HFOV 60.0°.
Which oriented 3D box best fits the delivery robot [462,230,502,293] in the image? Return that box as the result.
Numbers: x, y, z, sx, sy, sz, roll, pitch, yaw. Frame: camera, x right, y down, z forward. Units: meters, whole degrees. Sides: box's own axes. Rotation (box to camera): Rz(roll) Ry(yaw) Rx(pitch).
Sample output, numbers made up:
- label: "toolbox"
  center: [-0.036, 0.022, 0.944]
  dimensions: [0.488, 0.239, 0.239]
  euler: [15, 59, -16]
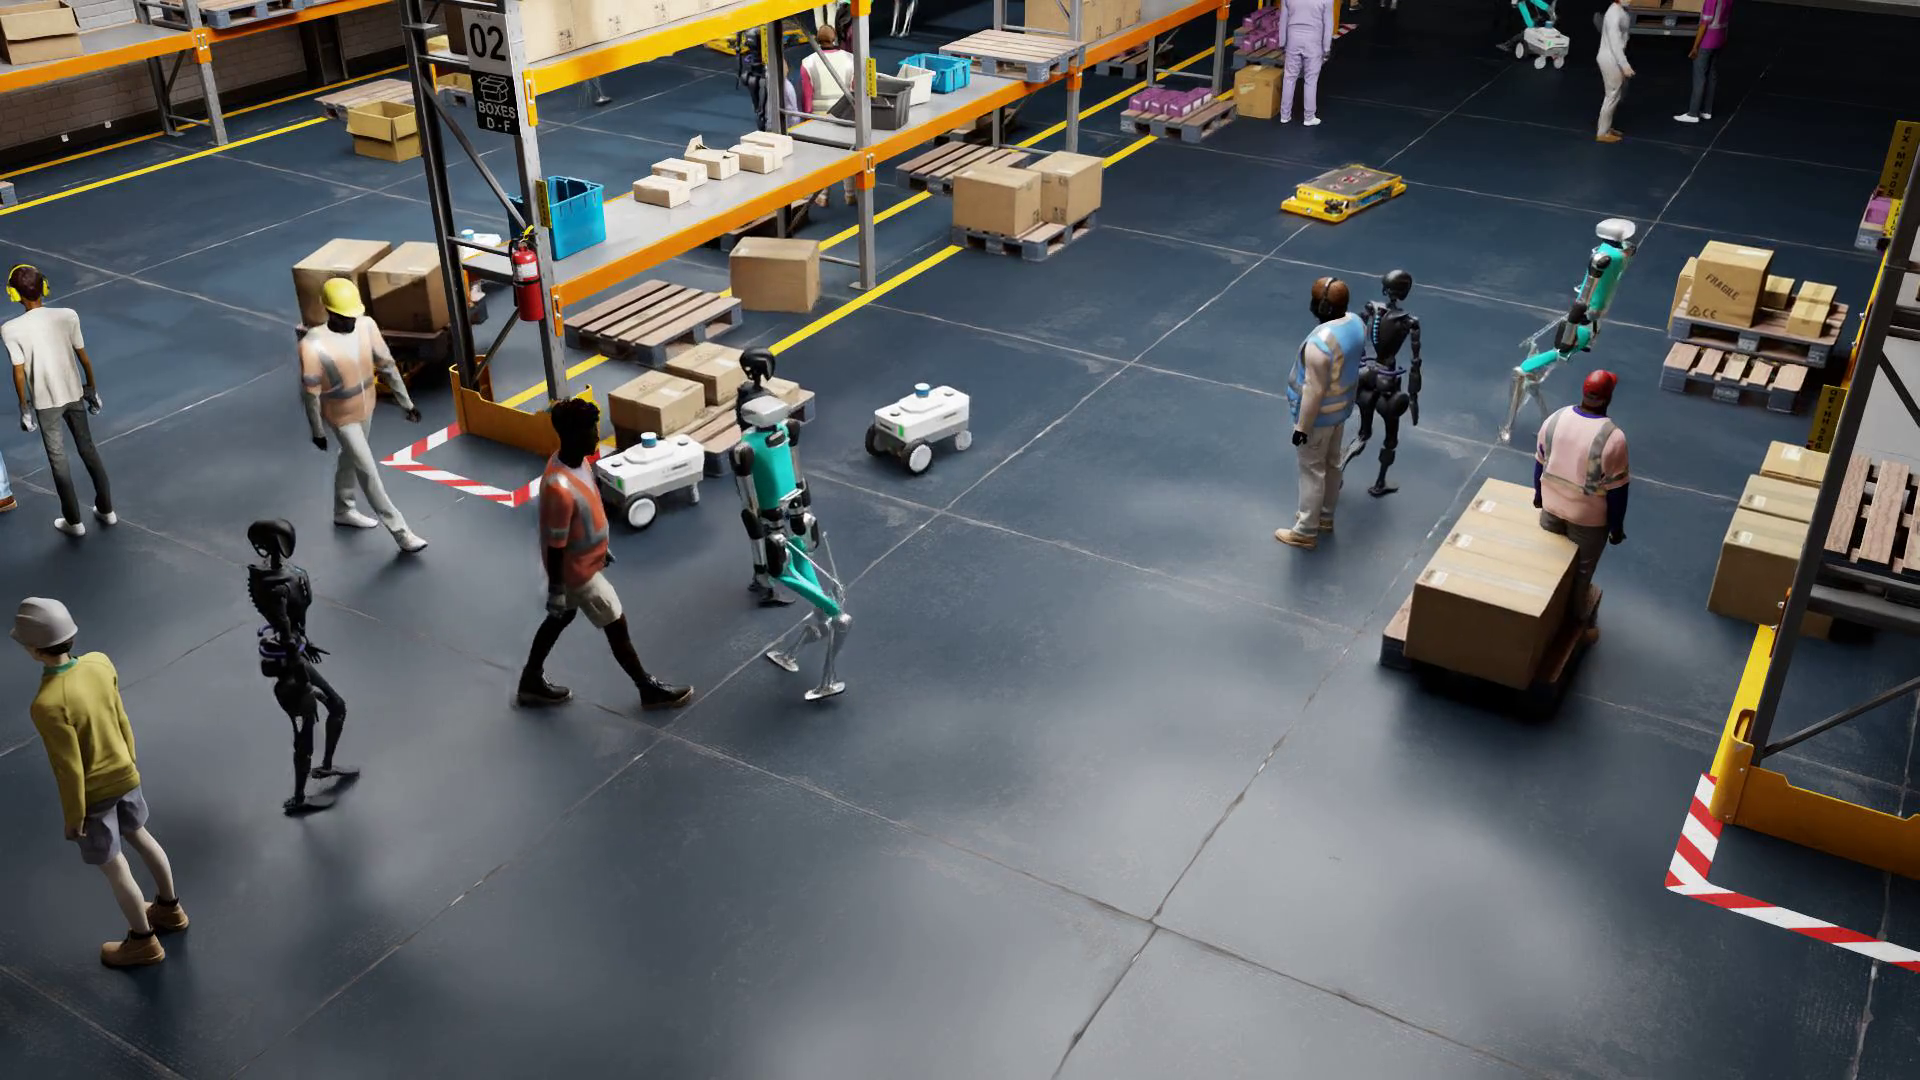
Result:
- label: "delivery robot"
  center: [-4.422, -2.518, 15.123]
  dimensions: [0.499, 0.613, 0.807]
  euler: [4, 30, 8]

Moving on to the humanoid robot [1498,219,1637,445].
- label: "humanoid robot"
  center: [4.333, -1.538, 12.166]
  dimensions: [0.877, 1.772, 0.587]
  euler: [26, 38, 38]

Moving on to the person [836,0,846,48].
- label: "person"
  center: [-1.639, -7.875, 23.206]
  dimensions: [0.649, 1.905, 0.740]
  euler: [-13, 32, -22]

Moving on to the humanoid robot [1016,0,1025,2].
- label: "humanoid robot"
  center: [1.050, -9.242, 25.852]
  dimensions: [0.368, 1.647, 0.600]
  euler: [13, 32, 22]

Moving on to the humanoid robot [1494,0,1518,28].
- label: "humanoid robot"
  center: [8.056, -8.353, 24.303]
  dimensions: [0.591, 1.632, 0.652]
  euler: [4, 30, 7]

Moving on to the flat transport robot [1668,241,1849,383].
- label: "flat transport robot"
  center: [6.621, -1.651, 13.863]
  dimensions: [0.659, 0.231, 1.431]
  euler: [17, 34, 27]

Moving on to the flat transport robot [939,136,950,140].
- label: "flat transport robot"
  center: [-0.473, -5.036, 19.851]
  dimensions: [0.659, 0.231, 1.431]
  euler: [-2, 30, -4]

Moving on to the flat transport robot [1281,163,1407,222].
- label: "flat transport robot"
  center: [4.025, -3.634, 17.369]
  dimensions: [0.659, 0.231, 1.431]
  euler: [24, 37, 36]

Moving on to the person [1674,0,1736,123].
- label: "person"
  center: [8.929, -5.918, 19.814]
  dimensions: [0.514, 1.840, 0.319]
  euler: [-19, 35, -30]

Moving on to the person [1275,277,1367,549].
- label: "person"
  center: [2.332, -0.827, 10.809]
  dimensions: [0.429, 1.839, 0.632]
  euler: [21, 35, 32]

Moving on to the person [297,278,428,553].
- label: "person"
  center: [-3.862, -0.820, 10.757]
  dimensions: [0.967, 1.862, 0.606]
  euler: [13, 32, 22]

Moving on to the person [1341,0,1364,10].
- label: "person"
  center: [6.021, -9.013, 25.377]
  dimensions: [0.571, 1.748, 0.342]
  euler: [25, 38, 36]

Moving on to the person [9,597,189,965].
- label: "person"
  center: [-3.820, 1.081, 7.385]
  dimensions: [0.391, 1.889, 0.486]
  euler: [5, 30, 8]

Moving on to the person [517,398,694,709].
- label: "person"
  center: [-2.073, 0.104, 9.103]
  dimensions: [1.018, 1.901, 0.613]
  euler: [-3, 30, -6]

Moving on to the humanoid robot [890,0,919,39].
- label: "humanoid robot"
  center: [-0.875, -8.035, 23.655]
  dimensions: [0.530, 1.758, 0.735]
  euler: [23, 37, 35]

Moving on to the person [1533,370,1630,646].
- label: "person"
  center: [3.629, -0.184, 9.757]
  dimensions: [0.420, 1.756, 0.603]
  euler: [-20, 35, -32]

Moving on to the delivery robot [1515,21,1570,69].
- label: "delivery robot"
  center: [7.912, -6.715, 22.545]
  dimensions: [0.525, 0.610, 0.781]
  euler: [-6, 30, -10]

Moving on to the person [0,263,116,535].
- label: "person"
  center: [-5.949, -0.918, 10.958]
  dimensions: [0.352, 1.856, 0.516]
  euler: [20, 35, 32]

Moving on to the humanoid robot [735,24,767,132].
- label: "humanoid robot"
  center: [-2.287, -5.281, 18.858]
  dimensions: [0.599, 1.637, 0.516]
  euler: [13, 32, 22]

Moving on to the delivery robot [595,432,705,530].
- label: "delivery robot"
  center: [-2.146, -0.433, 11.436]
  dimensions: [0.786, 0.614, 0.501]
  euler: [-22, 36, -33]

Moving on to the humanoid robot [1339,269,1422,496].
- label: "humanoid robot"
  center: [2.853, -1.044, 11.357]
  dimensions: [0.542, 1.638, 0.610]
  euler: [-19, 35, -30]

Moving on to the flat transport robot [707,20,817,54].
- label: "flat transport robot"
  center: [-2.794, -7.109, 23.518]
  dimensions: [1.431, 0.231, 0.659]
  euler: [-22, 36, -34]

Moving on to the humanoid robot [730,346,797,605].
- label: "humanoid robot"
  center: [-1.209, -0.392, 10.212]
  dimensions: [0.326, 1.651, 0.591]
  euler: [-17, 34, -27]

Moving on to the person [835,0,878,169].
- label: "person"
  center: [-1.135, -5.049, 18.167]
  dimensions: [0.426, 1.949, 0.498]
  euler: [-8, 30, -14]

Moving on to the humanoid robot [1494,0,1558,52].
- label: "humanoid robot"
  center: [7.790, -7.396, 22.546]
  dimensions: [0.557, 1.746, 0.973]
  euler: [-21, 36, -32]

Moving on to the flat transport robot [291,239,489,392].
- label: "flat transport robot"
  center: [-4.651, -1.599, 13.771]
  dimensions: [0.659, 0.231, 1.431]
  euler: [5, 30, 8]

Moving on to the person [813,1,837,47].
- label: "person"
  center: [-1.922, -7.657, 22.999]
  dimensions: [0.579, 1.726, 0.540]
  euler: [-3, 30, -5]

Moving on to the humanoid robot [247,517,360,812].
- label: "humanoid robot"
  center: [-3.361, 0.627, 8.399]
  dimensions: [0.421, 1.643, 0.584]
  euler: [-12, 31, -19]

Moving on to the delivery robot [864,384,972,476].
- label: "delivery robot"
  center: [-0.284, -0.843, 12.149]
  dimensions: [0.806, 0.602, 0.499]
  euler: [-24, 37, -36]

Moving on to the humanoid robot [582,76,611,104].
- label: "humanoid robot"
  center: [-4.520, -6.133, 20.418]
  dimensions: [0.542, 1.899, 0.722]
  euler: [17, 34, 28]

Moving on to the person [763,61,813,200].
- label: "person"
  center: [-1.757, -4.184, 16.992]
  dimensions: [0.592, 1.597, 0.513]
  euler: [-15, 33, -24]

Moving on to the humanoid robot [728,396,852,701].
- label: "humanoid robot"
  center: [-0.794, 0.105, 9.277]
  dimensions: [0.895, 1.774, 0.531]
  euler: [16, 33, 27]

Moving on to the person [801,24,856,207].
- label: "person"
  center: [-1.319, -4.332, 17.013]
  dimensions: [0.618, 1.838, 0.430]
  euler: [-8, 31, -15]

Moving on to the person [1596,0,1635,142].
- label: "person"
  center: [7.544, -5.482, 19.041]
  dimensions: [0.479, 1.851, 0.629]
  euler: [11, 31, 19]

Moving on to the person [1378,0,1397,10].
- label: "person"
  center: [6.616, -8.979, 25.342]
  dimensions: [0.751, 1.726, 0.748]
  euler: [7, 30, 12]

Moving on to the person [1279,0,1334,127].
- label: "person"
  center: [4.085, -5.865, 19.657]
  dimensions: [0.650, 1.904, 0.407]
  euler: [15, 33, 25]

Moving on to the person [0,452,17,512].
- label: "person"
  center: [-6.774, -1.099, 11.134]
  dimensions: [0.383, 1.995, 0.610]
  euler: [-19, 34, -30]
